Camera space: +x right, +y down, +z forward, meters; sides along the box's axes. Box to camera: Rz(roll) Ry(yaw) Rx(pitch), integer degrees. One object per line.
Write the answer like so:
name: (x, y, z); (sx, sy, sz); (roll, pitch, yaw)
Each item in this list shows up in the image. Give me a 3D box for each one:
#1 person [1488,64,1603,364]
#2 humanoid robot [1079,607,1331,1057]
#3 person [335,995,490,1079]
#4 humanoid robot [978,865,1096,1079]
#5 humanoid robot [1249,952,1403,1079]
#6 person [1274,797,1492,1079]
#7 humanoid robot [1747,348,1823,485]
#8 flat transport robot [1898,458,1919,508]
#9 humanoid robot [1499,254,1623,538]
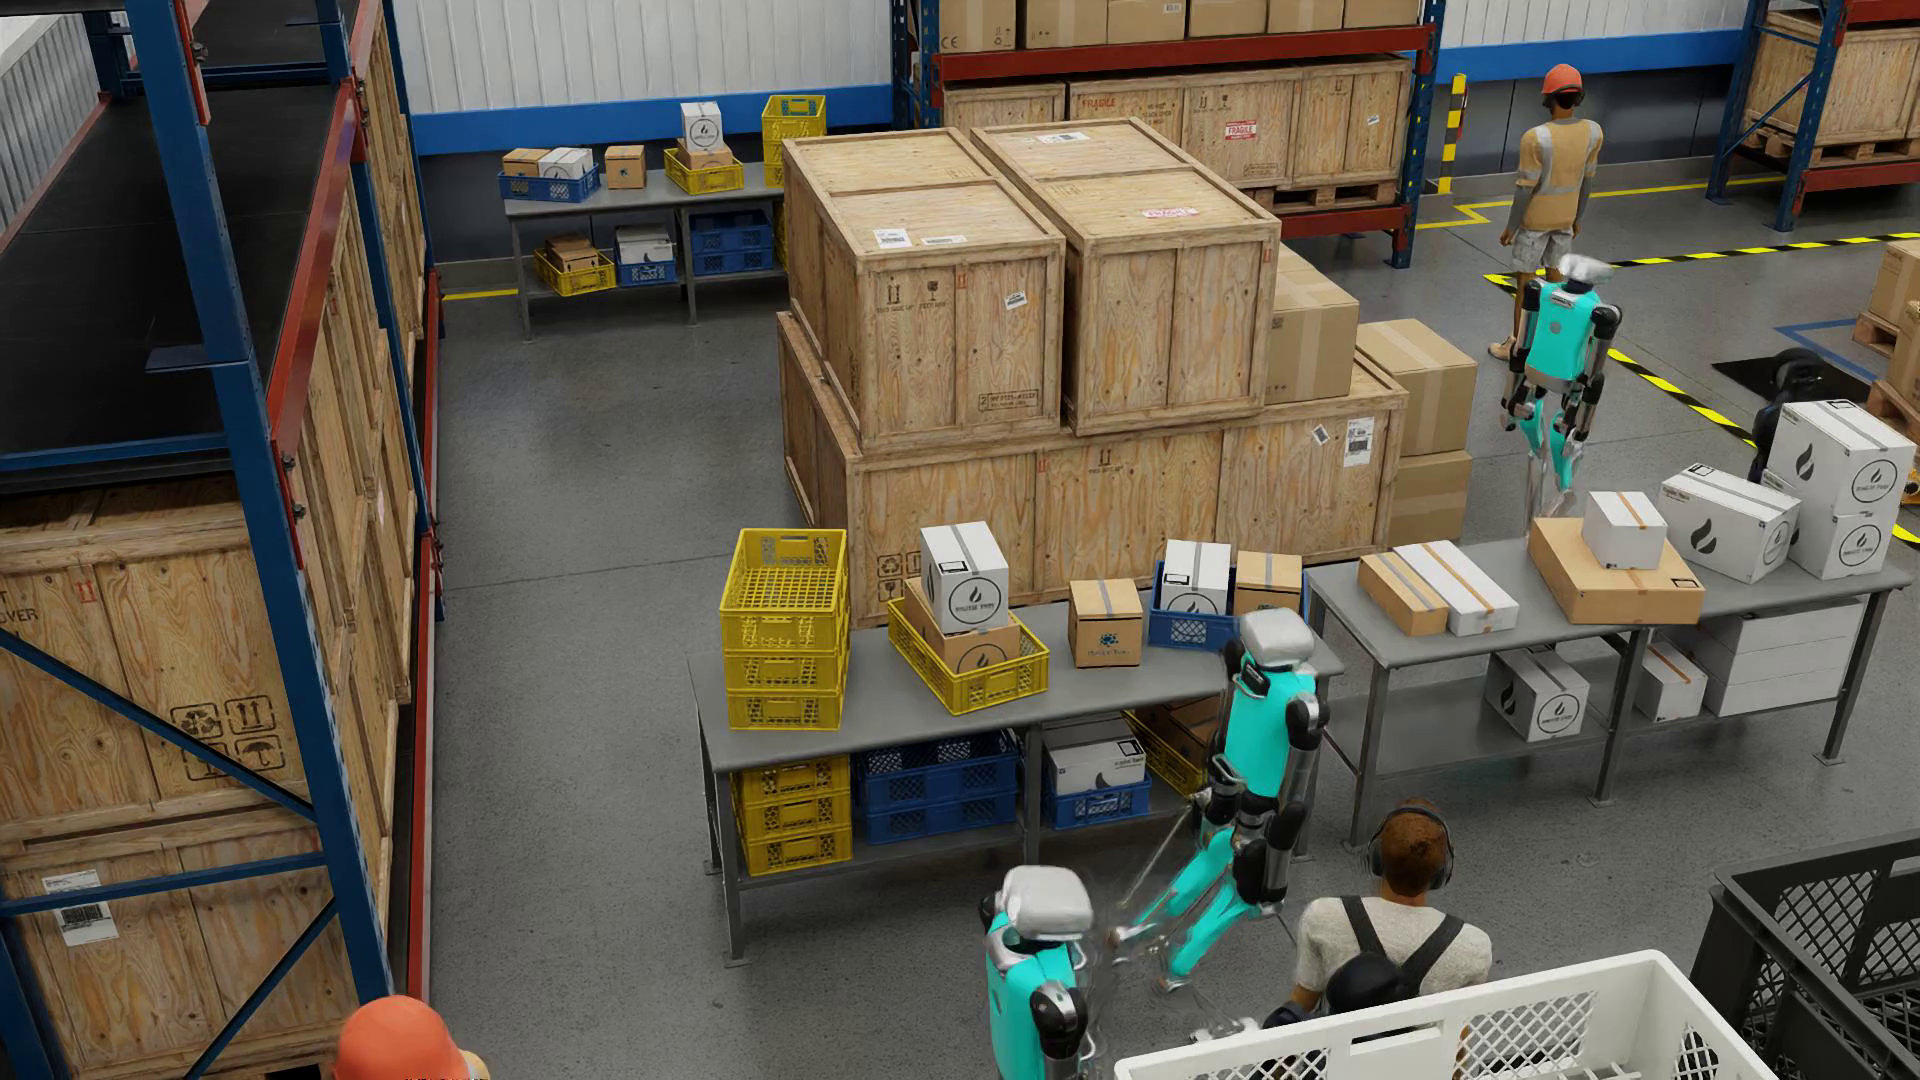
person: (3.939, -2.174, 11.237); (0.605, 2.033, 0.388); (-9, 30, -16)
humanoid robot: (0.714, 1.107, 5.627); (0.914, 1.806, 0.556); (-10, 30, -17)
person: (-1.244, 1.849, 4.048); (0.407, 1.928, 0.548); (14, 32, 24)
humanoid robot: (0.359, 1.633, 4.639); (0.855, 1.789, 0.554); (-9, 30, -16)
humanoid robot: (1.000, 1.745, 4.487); (0.599, 1.655, 0.339); (24, 37, 37)
person: (1.159, 1.535, 4.733); (0.537, 1.822, 0.419); (7, 30, 12)
humanoid robot: (3.818, -0.125, 7.888); (0.335, 1.652, 0.616); (7, 30, 12)
flat transport robot: (5.950, -0.419, 9.849); (1.431, 0.197, 0.652); (1, 29, 2)
humanoid robot: (3.215, -0.691, 8.868); (0.814, 1.798, 0.570); (-22, 36, -34)
